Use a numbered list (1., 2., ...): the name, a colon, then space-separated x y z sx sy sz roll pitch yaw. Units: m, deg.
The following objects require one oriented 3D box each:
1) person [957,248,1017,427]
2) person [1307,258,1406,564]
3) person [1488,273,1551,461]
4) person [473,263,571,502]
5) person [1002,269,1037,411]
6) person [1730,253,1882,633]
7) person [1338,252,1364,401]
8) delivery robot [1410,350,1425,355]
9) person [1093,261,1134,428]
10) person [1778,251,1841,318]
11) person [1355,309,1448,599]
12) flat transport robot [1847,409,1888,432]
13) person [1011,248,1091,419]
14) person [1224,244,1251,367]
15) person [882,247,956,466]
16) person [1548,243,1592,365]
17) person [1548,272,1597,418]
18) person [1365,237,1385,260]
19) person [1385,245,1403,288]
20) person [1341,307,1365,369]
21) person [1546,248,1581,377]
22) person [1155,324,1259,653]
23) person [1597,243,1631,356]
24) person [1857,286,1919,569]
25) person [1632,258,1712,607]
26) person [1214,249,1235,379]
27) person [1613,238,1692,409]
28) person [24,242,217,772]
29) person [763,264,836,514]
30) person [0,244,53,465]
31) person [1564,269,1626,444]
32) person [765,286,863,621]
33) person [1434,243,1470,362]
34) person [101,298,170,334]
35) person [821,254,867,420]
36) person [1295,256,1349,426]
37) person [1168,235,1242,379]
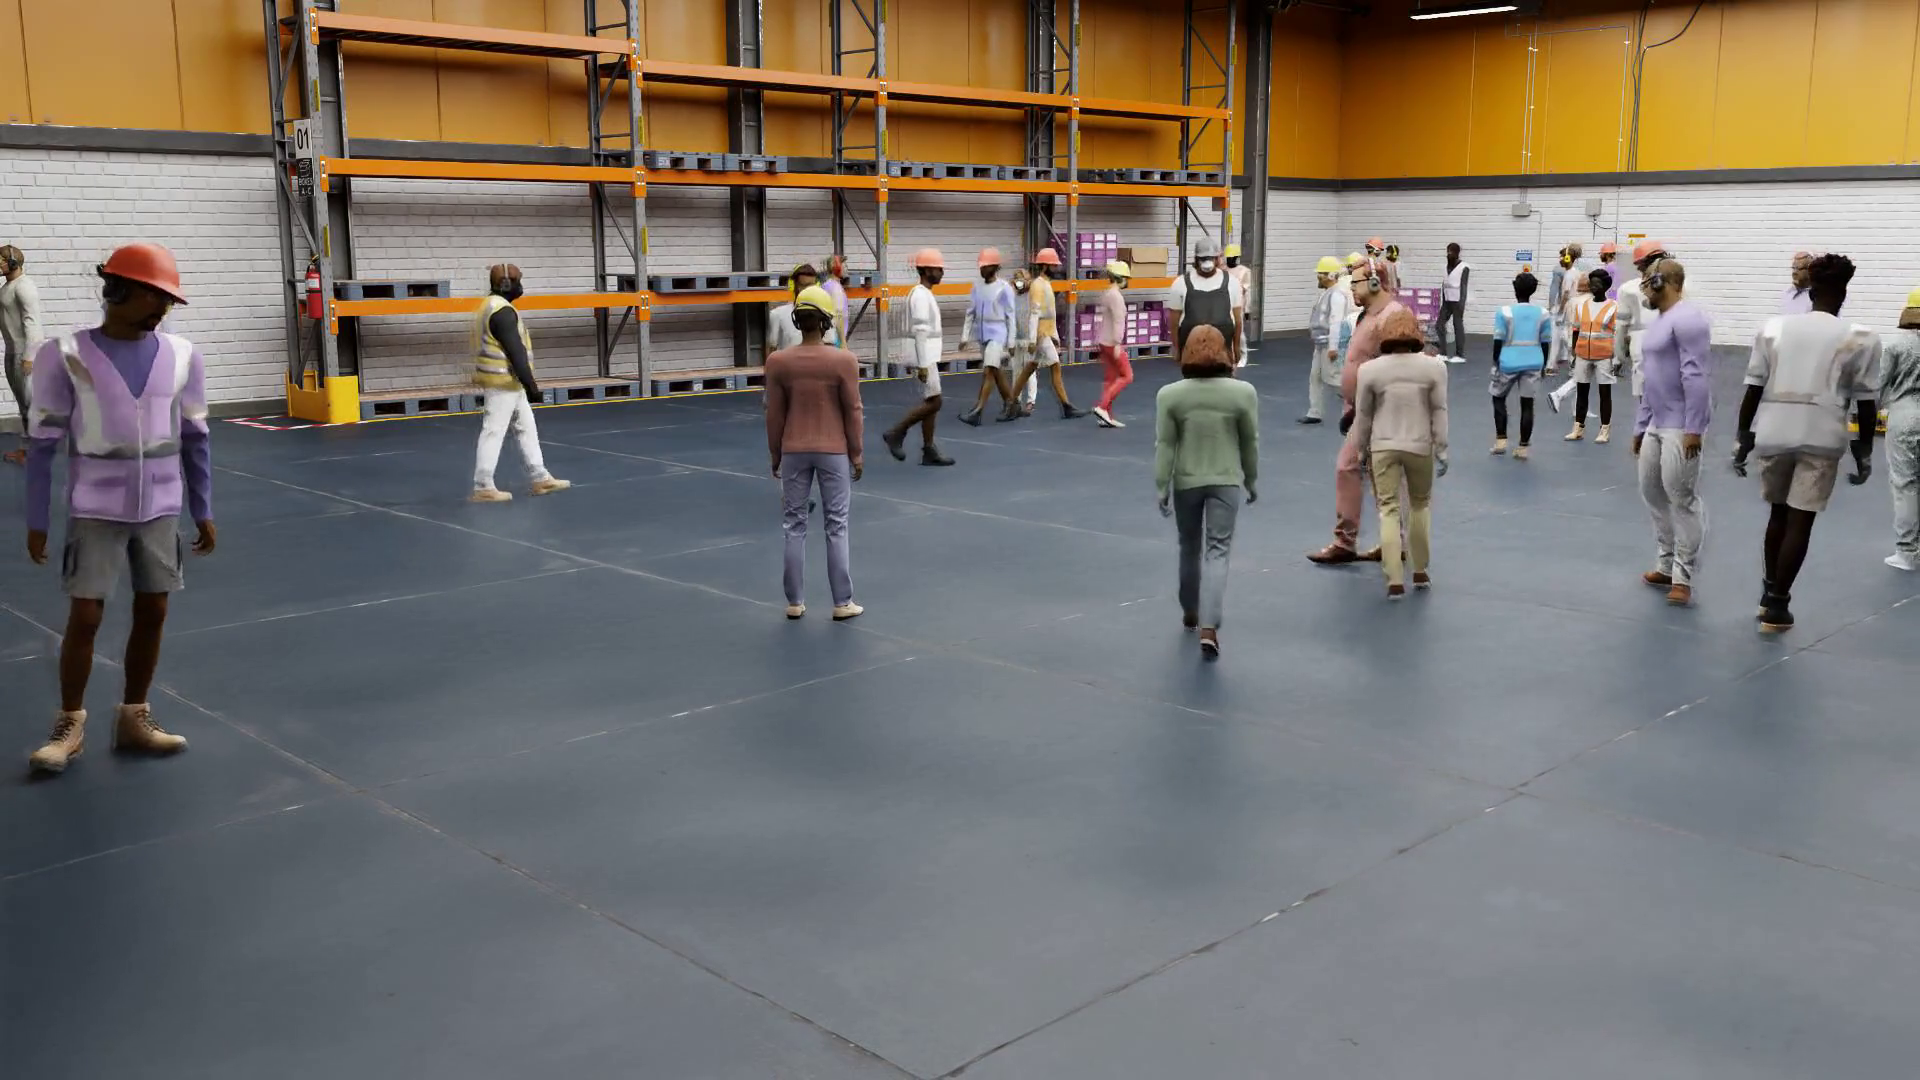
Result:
1. person: 0.298 -2.165 17.803 0.566 1.877 1.034 10 15 44
2. person: 2.437 -0.783 10.239 0.766 1.877 0.672 1 10 3
3. person: 5.057 -1.572 15.078 0.557 1.675 0.561 0 10 0
4. person: -3.358 -1.191 12.697 0.873 1.806 0.641 -4 11 -20
5. person: 0.711 -2.308 19.234 0.279 1.636 0.501 -10 14 -44
6. person: 4.378 -0.503 8.570 0.750 1.925 0.638 -10 14 -44
7. person: 4.805 -2.623 20.470 0.605 1.812 0.591 2 11 9
8. delivery robot: 6.049 -2.506 23.010 0.477 0.478 0.707 -10 14 -44
9. person: 1.640 -2.044 17.480 0.376 1.743 0.546 -1 10 -7
10. person: 7.302 -1.555 14.437 0.457 1.885 0.659 -3 11 -14
11. person: 2.492 -0.496 9.401 0.518 1.603 0.679 3 11 15
12. flat transport robot: 9.794 -1.162 16.709 0.652 0.197 1.431 -10 14 -44
13. person: 0.936 -2.276 18.389 0.986 1.886 0.563 2 11 10
14. person: 4.178 -3.553 25.391 0.607 1.903 0.841 7 13 35
15. person: -0.340 -1.583 14.495 0.541 1.924 0.571 1 10 6
16. person: 9.444 -3.614 25.654 0.638 1.905 0.870 -2 11 -10
17. person: 6.810 -2.138 18.359 0.558 1.621 0.523 -1 10 -6
18. person: 6.497 -3.771 26.258 0.393 1.985 0.611 -6 12 -30
19. person: 7.616 -4.273 29.368 0.488 1.845 0.576 1 10 5
20. person: 3.624 -1.464 14.657 0.528 1.618 0.621 10 14 44
21. person: 8.577 -3.235 23.758 0.854 1.826 0.576 5 11 24
22. person: 1.213 -0.267 8.222 0.500 1.592 0.853 3 11 14
23. person: 10.862 -3.992 27.695 0.842 1.905 0.544 5 11 24
24. person: 5.840 -0.702 10.261 0.507 1.719 0.702 0 10 1
25. person: 3.965 -0.601 9.245 0.377 1.897 0.721 1 10 4
26. person: 3.331 -2.896 21.855 0.658 1.857 0.973 7 13 35
27. person: 5.989 -1.599 14.397 0.648 1.989 0.630 4 11 20
28. person: -3.200 -0.118 6.337 0.389 2.003 0.729 10 14 43
29. person: -1.140 -1.090 12.123 0.504 1.808 1.007 -4 11 -22
30. person: -8.346 -1.643 14.785 0.371 1.940 0.630 -10 14 -44
31. person: 6.213 -1.793 16.262 0.318 1.697 0.536 -10 14 -44
32. person: -0.757 -0.447 8.758 0.523 1.760 0.324 2 11 11
33. person: 7.768 -3.764 26.452 0.689 1.897 0.636 -5 11 -24
34. person: -7.721 -1.738 15.667 0.865 1.811 0.628 5 12 26
35. person: -1.433 -2.172 17.979 0.786 1.826 0.563 -2 11 -12
36. person: 3.974 -2.091 17.592 0.723 1.806 0.605 0 10 1
37. person: 2.328 -1.881 15.801 0.708 2.000 0.539 1 10 5
